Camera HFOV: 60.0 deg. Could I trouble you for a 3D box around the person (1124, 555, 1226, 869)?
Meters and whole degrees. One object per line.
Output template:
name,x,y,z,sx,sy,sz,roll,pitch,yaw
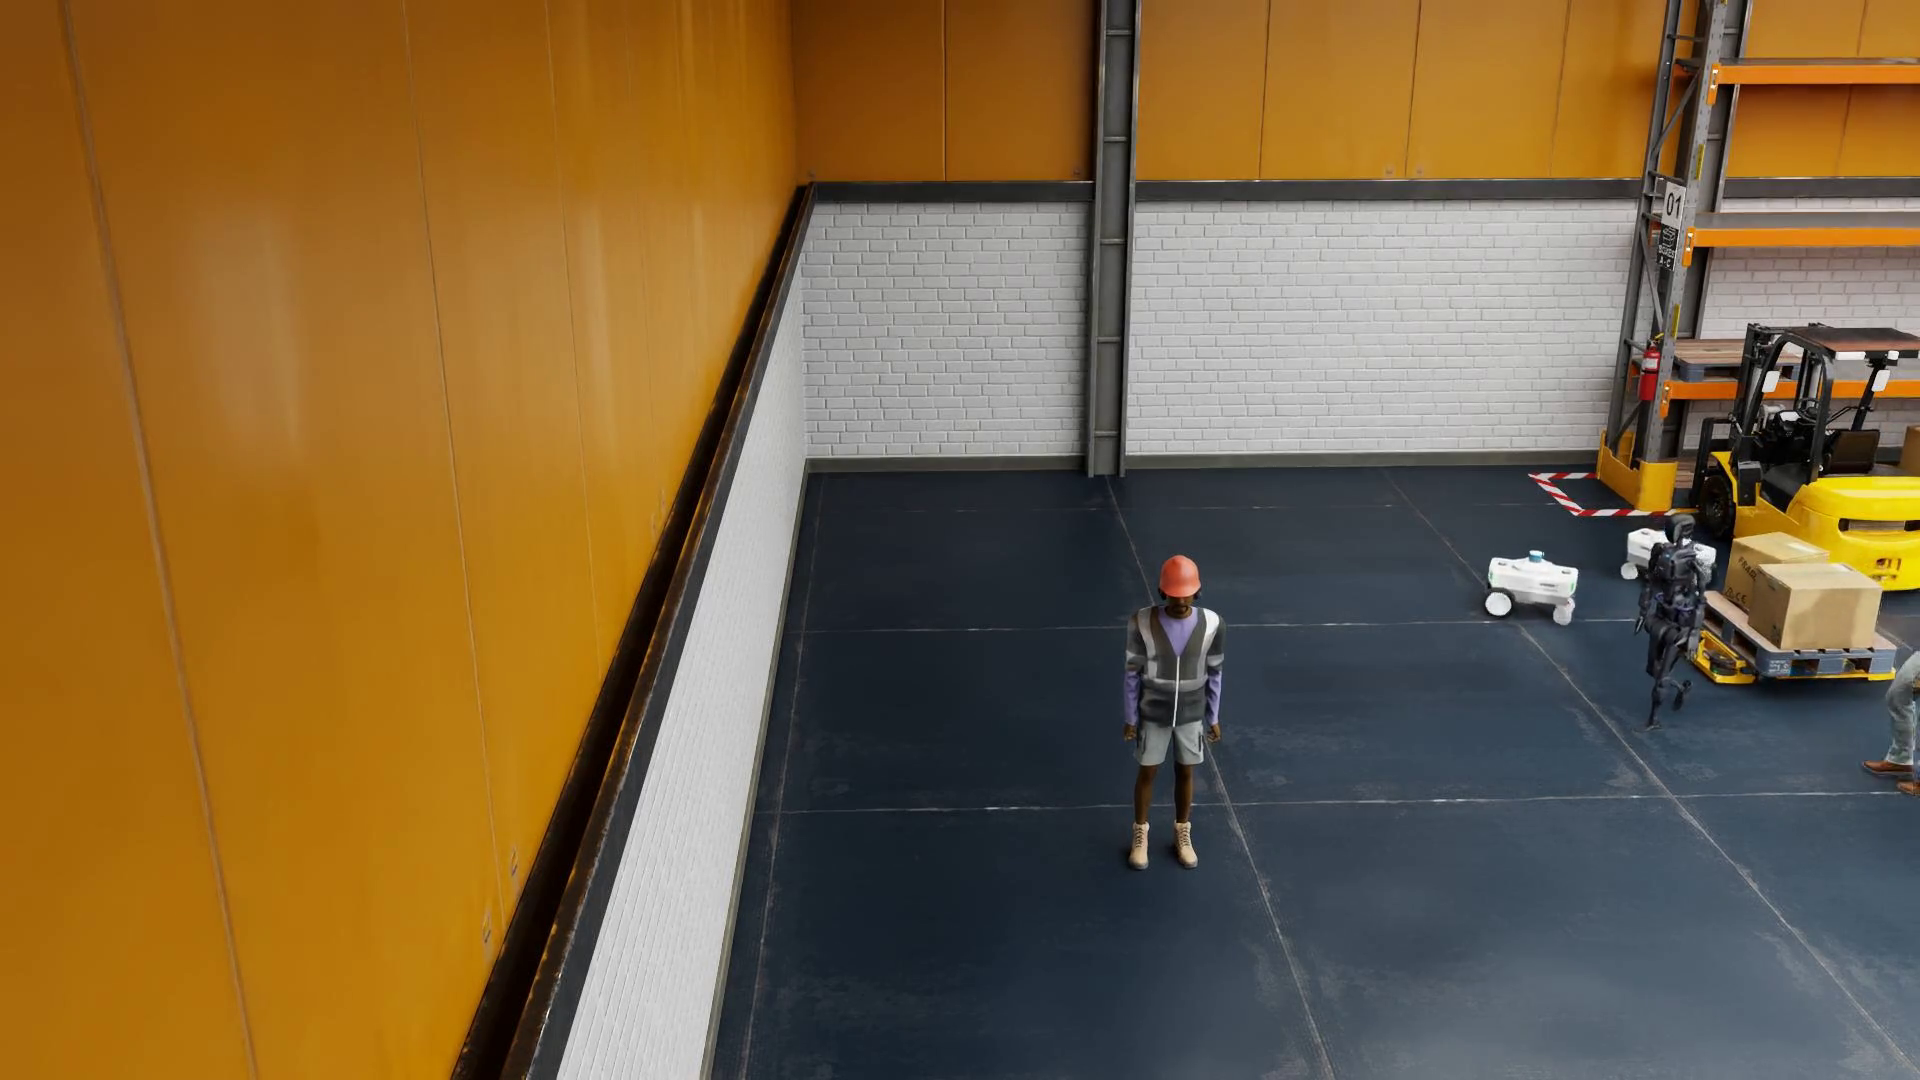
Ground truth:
person,1.297,1.054,10.138,0.604,2.045,0.375,0,20,-1

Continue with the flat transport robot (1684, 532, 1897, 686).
flat transport robot,6.502,0.907,13.093,1.431,0.231,0.659,-1,20,-3

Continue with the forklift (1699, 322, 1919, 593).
forklift,7.809,-0.792,14.926,1.214,2.155,2.313,-1,20,-2

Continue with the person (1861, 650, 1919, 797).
person,6.389,0.812,10.982,0.641,1.911,0.626,6,21,15

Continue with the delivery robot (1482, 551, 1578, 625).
delivery robot,4.825,0.386,14.103,0.792,0.603,0.499,8,22,22

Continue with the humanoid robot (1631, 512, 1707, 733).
humanoid robot,5.186,0.578,11.972,0.601,1.642,0.610,-8,22,-20

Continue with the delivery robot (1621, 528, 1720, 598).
delivery robot,6.283,0.173,14.693,0.499,0.610,0.813,-15,25,-34
